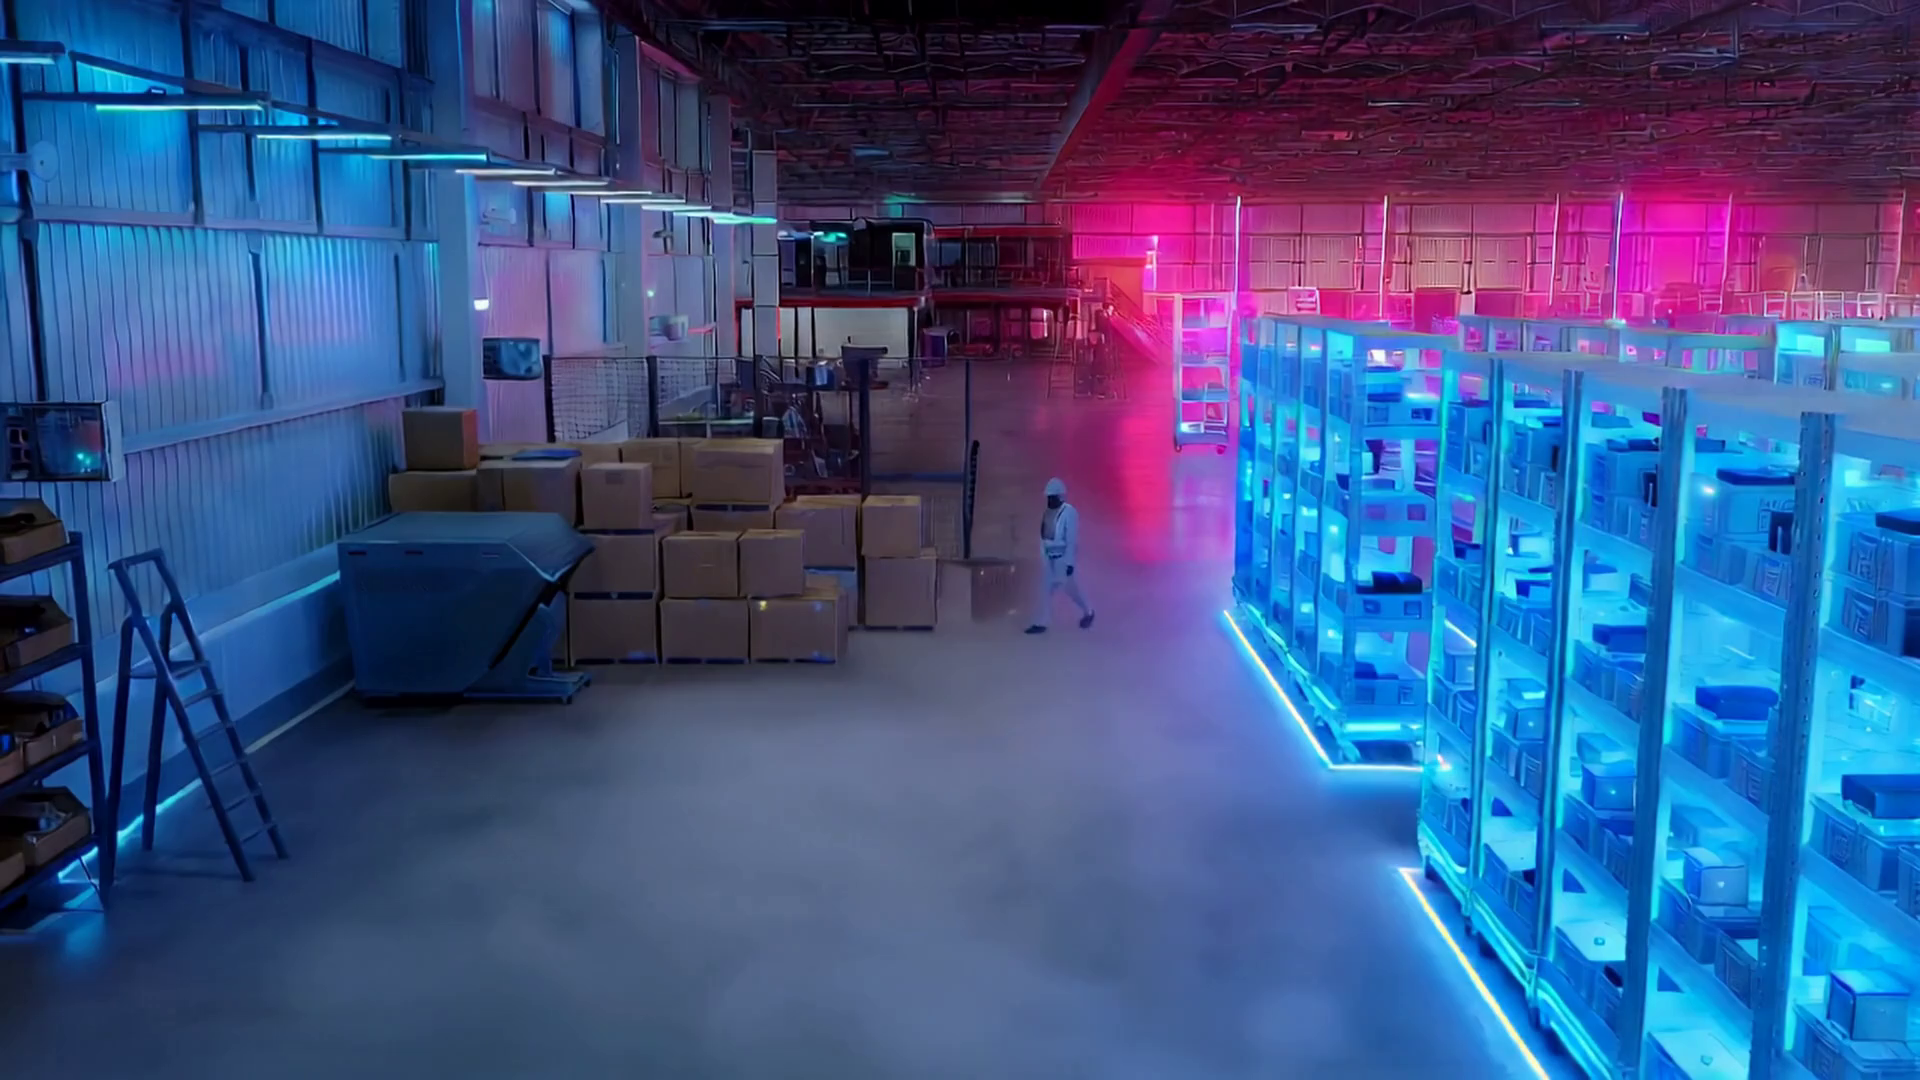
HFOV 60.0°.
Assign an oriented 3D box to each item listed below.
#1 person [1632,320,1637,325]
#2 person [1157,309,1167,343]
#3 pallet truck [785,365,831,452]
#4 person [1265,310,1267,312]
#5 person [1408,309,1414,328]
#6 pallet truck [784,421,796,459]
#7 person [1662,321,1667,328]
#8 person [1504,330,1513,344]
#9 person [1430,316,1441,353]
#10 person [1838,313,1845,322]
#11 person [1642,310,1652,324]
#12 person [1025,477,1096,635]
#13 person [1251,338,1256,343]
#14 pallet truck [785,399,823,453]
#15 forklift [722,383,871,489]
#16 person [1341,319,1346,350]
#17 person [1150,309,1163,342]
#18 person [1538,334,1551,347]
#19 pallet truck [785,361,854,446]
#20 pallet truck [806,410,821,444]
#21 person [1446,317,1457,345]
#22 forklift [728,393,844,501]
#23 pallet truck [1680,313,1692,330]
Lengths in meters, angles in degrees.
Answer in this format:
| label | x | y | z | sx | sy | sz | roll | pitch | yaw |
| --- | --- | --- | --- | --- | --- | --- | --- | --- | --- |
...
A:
| label | x | y | z | sx | sy | sz | roll | pitch | yaw |
| --- | --- | --- | --- | --- | --- | --- | --- | --- | --- |
| person | 31.559 | -9.406 | 77.965 | 1.008 | 1.792 | 0.623 | -3 | 10 | -15 |
| person | 11.356 | -12.008 | 93.565 | 0.612 | 1.929 | 0.676 | 4 | 10 | 26 |
| pallet truck | -3.774 | -2.976 | 37.635 | 1.885 | 1.965 | 0.823 | 1 | 9 | 5 |
| person | 16.808 | -11.642 | 91.276 | 0.539 | 1.946 | 0.693 | 3 | 10 | 20 |
| person | 25.666 | -12.210 | 94.853 | 0.395 | 1.918 | 0.594 | 4 | 10 | 24 |
| pallet truck | -4.013 | -1.793 | 32.705 | 1.601 | 1.201 | 0.680 | 0 | 9 | 1 |
| person | 31.665 | -8.953 | 74.930 | 0.521 | 1.864 | 0.335 | -8 | 12 | -39 |
| person | 22.376 | -7.873 | 67.771 | 0.434 | 2.029 | 0.625 | 0 | 9 | -2 |
| person | 23.591 | -10.186 | 82.613 | 0.429 | 1.838 | 0.621 | -2 | 9 | -12 |
| person | 48.463 | -11.646 | 91.467 | 0.353 | 1.884 | 0.578 | 4 | 10 | 21 |
| person | 37.086 | -11.443 | 89.979 | 0.615 | 1.972 | 0.672 | -3 | 10 | -18 |
| person | 1.178 | 0.168 | 18.886 | 0.895 | 1.800 | 0.601 | -7 | 12 | -37 |
| person | 10.337 | -6.262 | 58.744 | 0.883 | 1.725 | 0.532 | 8 | 12 | 39 |
| pallet truck | -3.814 | -2.432 | 36.419 | 1.630 | 1.274 | 0.653 | 0 | 9 | 1 |
| forklift | -2.893 | -1.687 | 28.729 | 2.680 | 1.987 | 1.157 | 0 | 9 | -1 |
| person | 17.553 | -9.216 | 76.414 | 0.855 | 1.901 | 0.593 | -7 | 12 | -37 |
| person | 11.433 | -12.395 | 96.097 | 0.990 | 1.884 | 0.566 | -6 | 11 | -32 |
| person | 22.360 | -7.164 | 63.341 | 0.715 | 2.000 | 0.536 | -5 | 10 | -26 |
| pallet truck | -3.410 | -3.193 | 38.978 | 1.885 | 1.965 | 0.823 | 0 | 9 | -1 |
| pallet truck | -3.559 | -2.018 | 33.905 | 1.522 | 1.261 | 0.704 | 0 | 9 | -1 |
| person | 23.255 | -9.610 | 78.780 | 0.588 | 1.924 | 0.650 | -5 | 10 | -28 |
| forklift | -2.979 | -1.316 | 26.476 | 2.680 | 1.987 | 1.157 | 0 | 9 | 1 |
| pallet truck | 36.315 | -10.531 | 84.244 | 0.823 | 1.965 | 1.885 | -6 | 11 | -33 |
